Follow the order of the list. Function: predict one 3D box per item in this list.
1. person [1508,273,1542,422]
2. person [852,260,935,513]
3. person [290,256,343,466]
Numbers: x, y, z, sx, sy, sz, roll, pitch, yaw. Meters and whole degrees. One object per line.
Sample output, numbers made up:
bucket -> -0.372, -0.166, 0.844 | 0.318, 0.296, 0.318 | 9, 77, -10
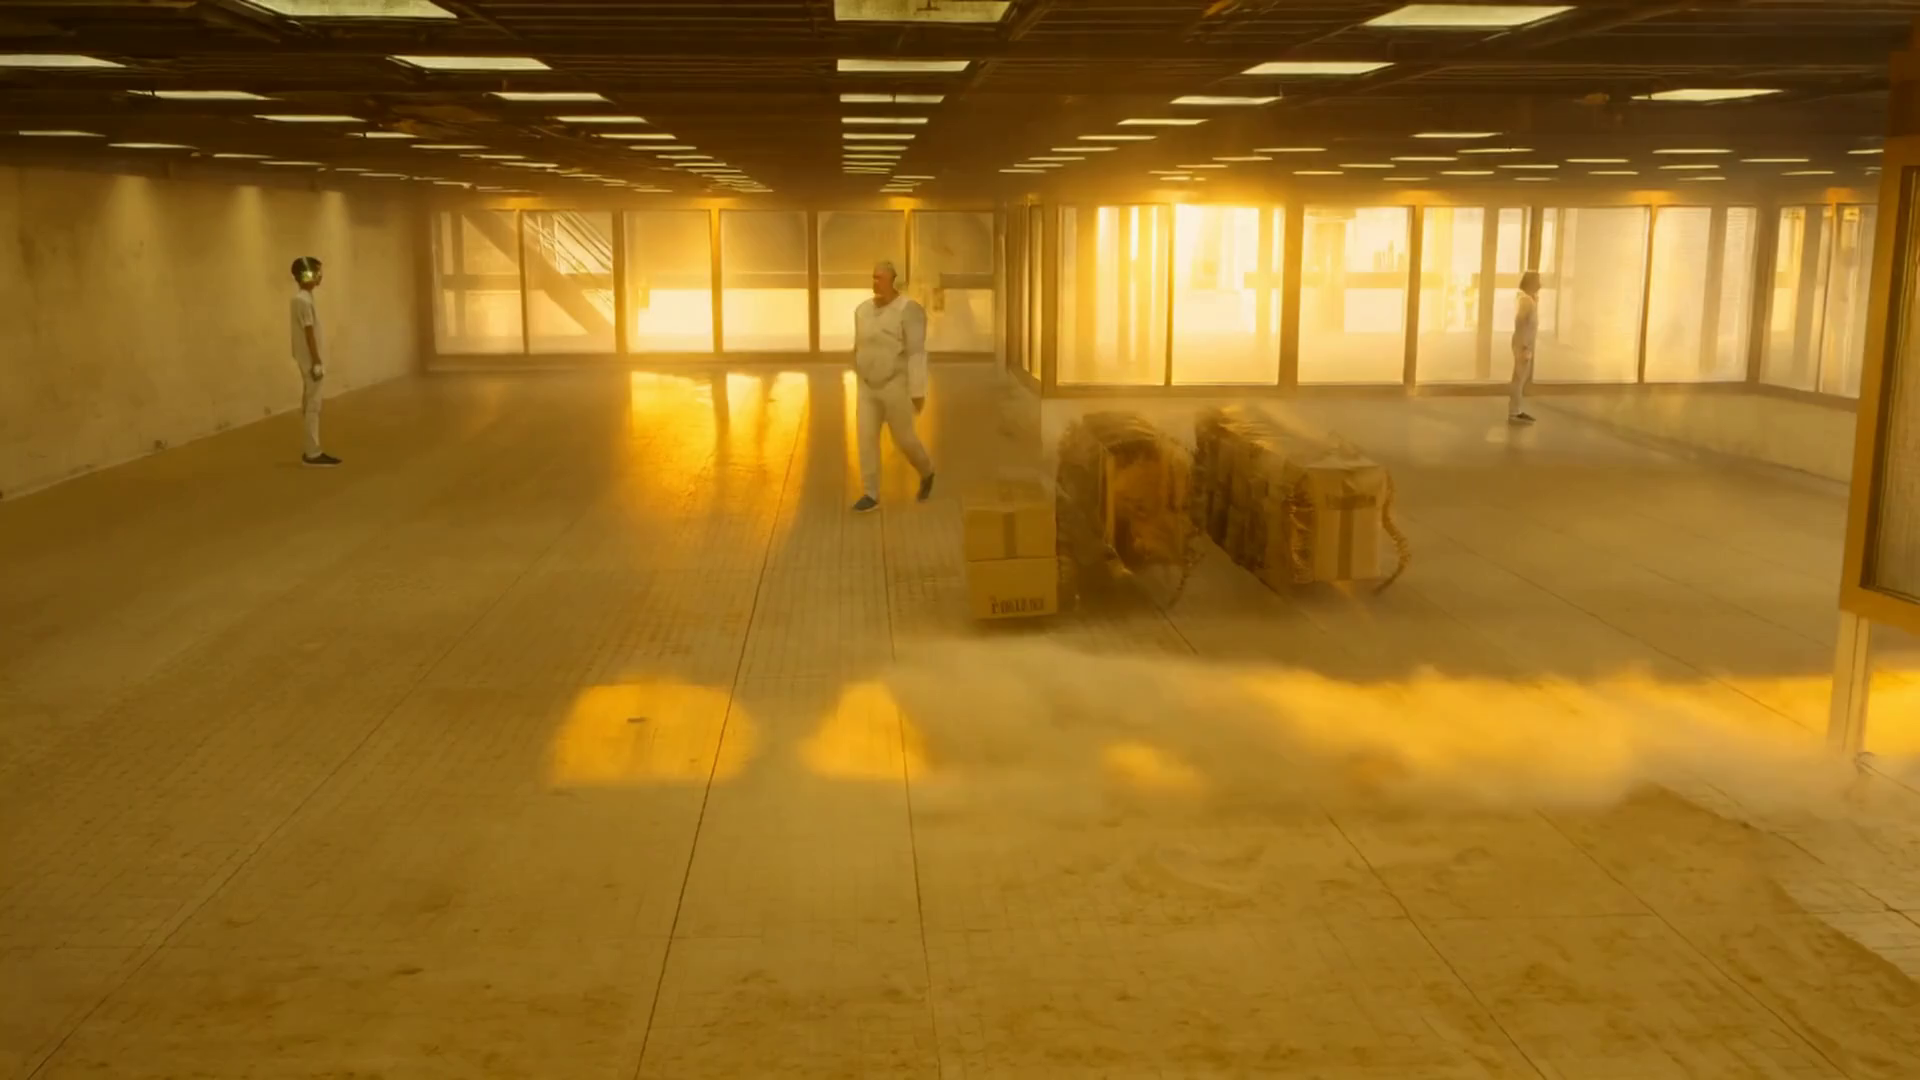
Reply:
person -> 6.261, -2.131, 18.413 | 0.279, 1.633, 0.498 | 2, 11, 11
person -> -0.514, -1.170, 12.567 | 0.650, 1.884, 0.787 | 6, 12, 30
person -> -5.805, -1.602, 14.923 | 0.328, 1.876, 0.513 | -6, 12, -29
